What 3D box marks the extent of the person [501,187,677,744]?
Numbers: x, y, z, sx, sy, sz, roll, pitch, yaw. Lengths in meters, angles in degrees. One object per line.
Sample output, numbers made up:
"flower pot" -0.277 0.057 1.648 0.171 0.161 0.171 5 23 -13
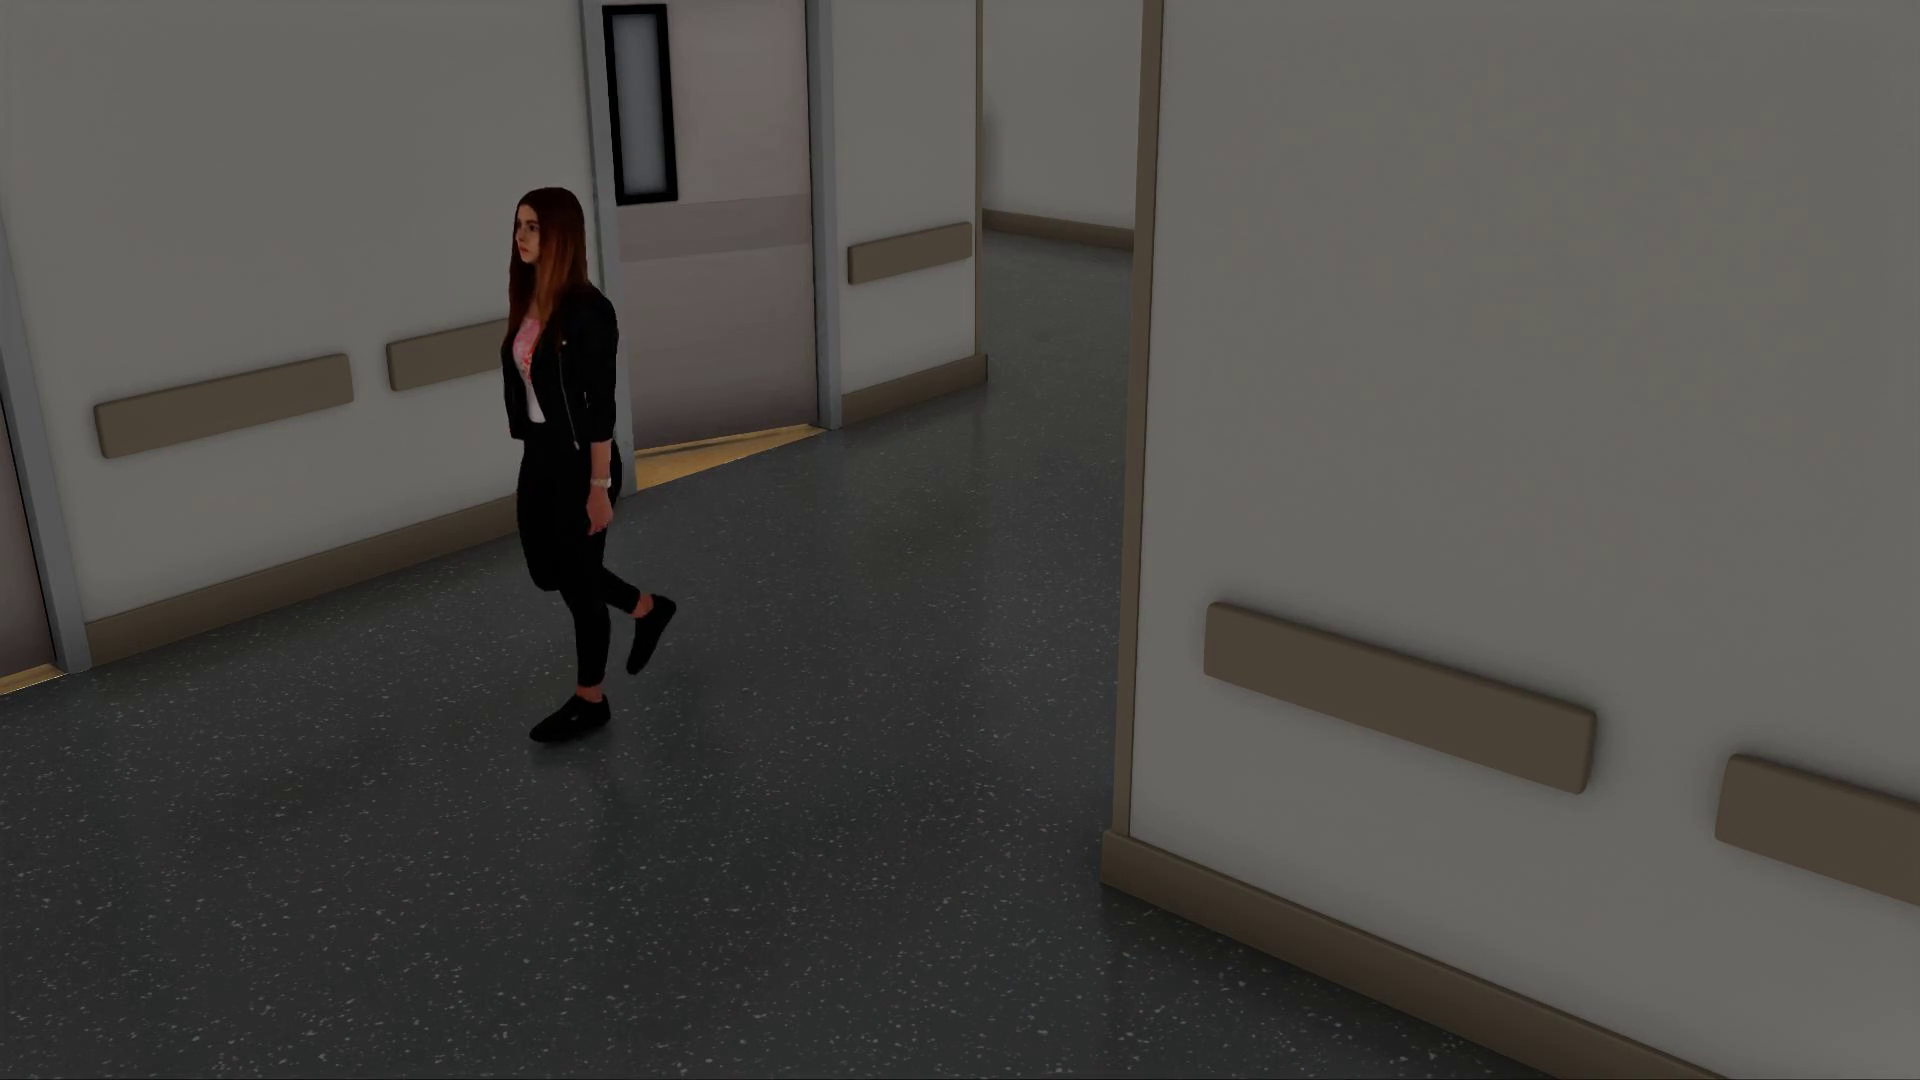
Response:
"person" -1.115 -0.224 5.103 0.637 1.698 0.852 19 28 41
